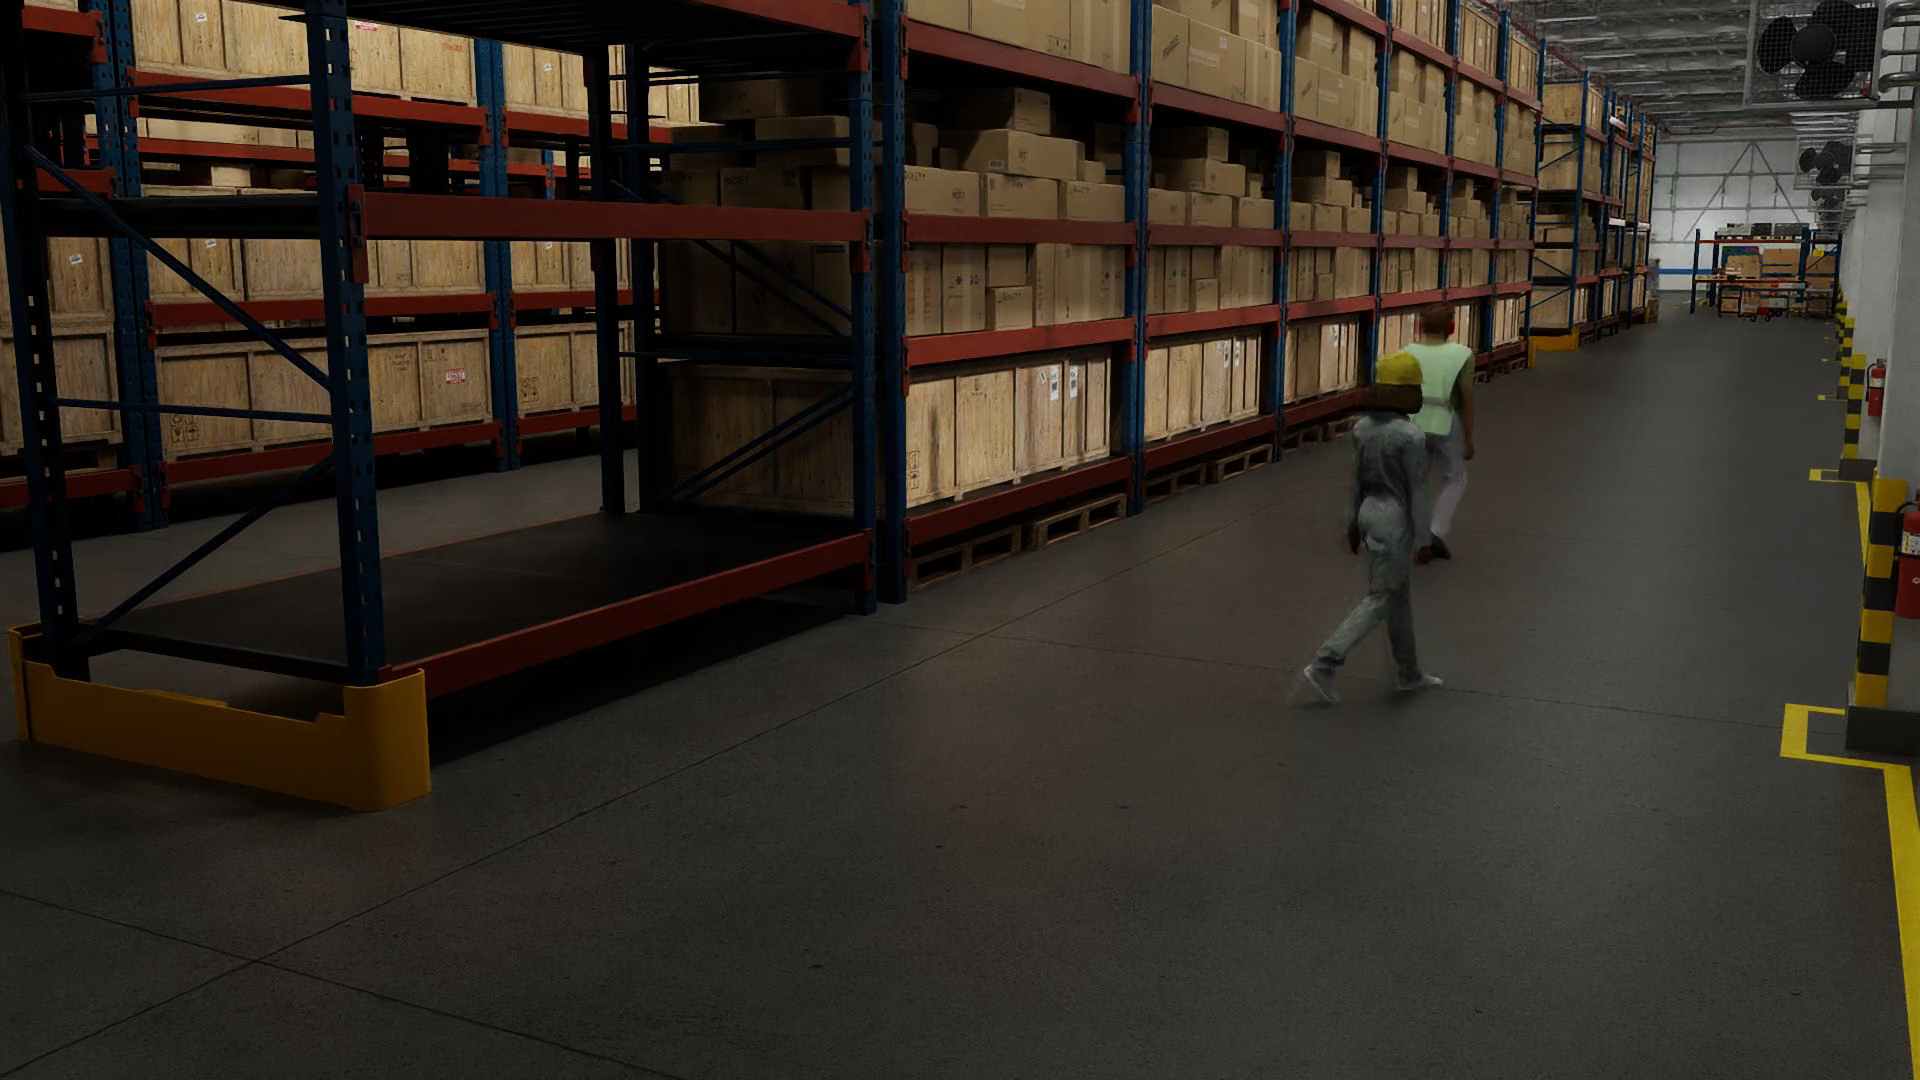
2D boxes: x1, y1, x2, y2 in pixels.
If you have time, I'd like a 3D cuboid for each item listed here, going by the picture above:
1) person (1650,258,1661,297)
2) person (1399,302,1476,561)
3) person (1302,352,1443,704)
[{"bbox_3d":[34.089,-12.842,81.480,0.469,1.920,0.638,8,13,38],"label":"person"},{"bbox_3d":[3.331,-0.747,11.682,0.592,1.833,0.449,7,12,36],"label":"person"},{"bbox_3d":[2.034,-0.057,8.068,0.836,1.707,0.494,-4,11,-22],"label":"person"}]
